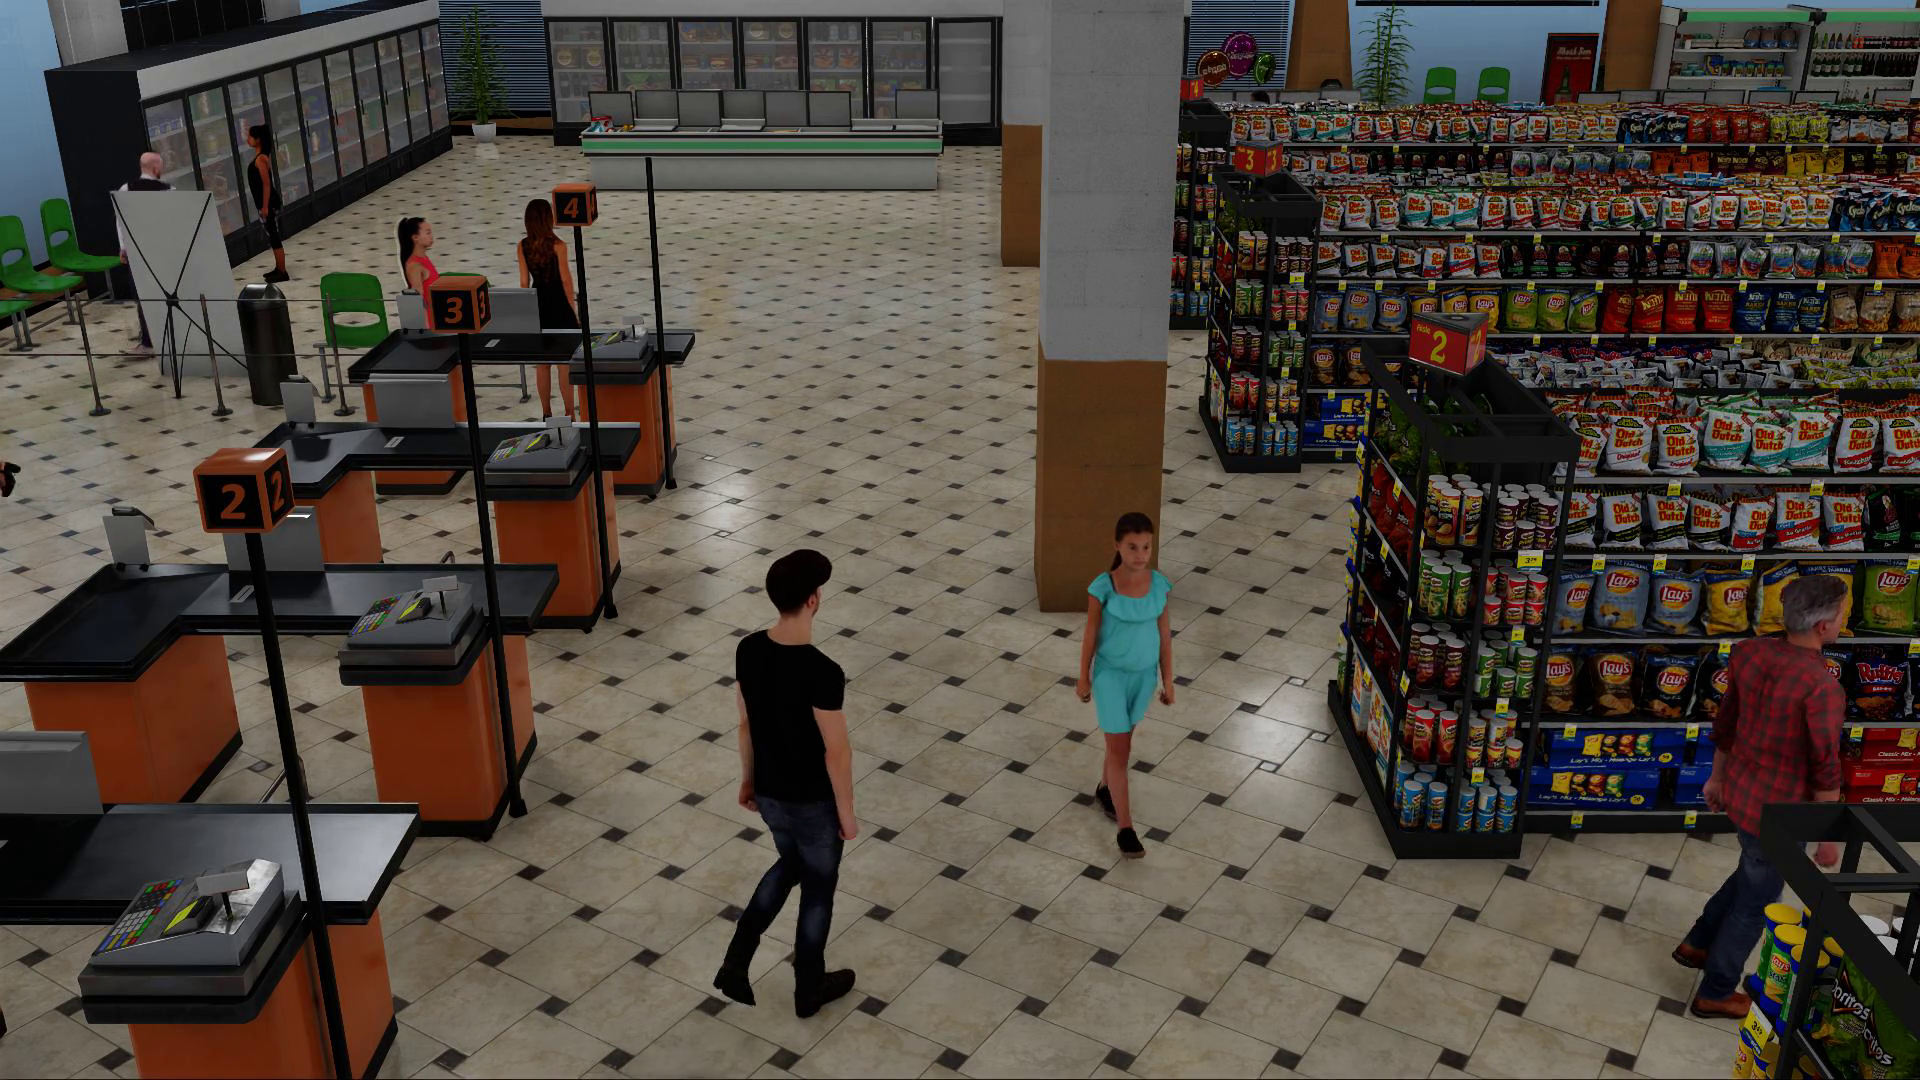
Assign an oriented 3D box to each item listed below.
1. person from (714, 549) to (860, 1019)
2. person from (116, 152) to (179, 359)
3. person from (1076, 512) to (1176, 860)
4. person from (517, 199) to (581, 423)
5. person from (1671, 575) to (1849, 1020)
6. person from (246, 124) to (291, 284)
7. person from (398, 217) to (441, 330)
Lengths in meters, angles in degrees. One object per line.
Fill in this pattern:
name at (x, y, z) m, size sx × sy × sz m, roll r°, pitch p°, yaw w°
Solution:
person at (-0.652, 0.973, 6.095) m, size 0.950 × 1.882 × 0.992 m, roll 17°, pitch 27°, yaw 36°
person at (-7.298, -2.549, 14.966) m, size 0.811 × 1.803 × 1.010 m, roll -17°, pitch 28°, yaw -37°
person at (0.719, 0.588, 7.518) m, size 0.919 × 1.535 × 0.790 m, roll -6°, pitch 23°, yaw -15°
person at (-3.168, -1.713, 12.842) m, size 0.518 × 1.834 × 0.682 m, roll 4°, pitch 22°, yaw 10°
person at (2.909, 0.986, 6.148) m, size 0.673 × 1.818 × 0.707 m, roll -2°, pitch 22°, yaw -4°
person at (-7.408, -3.607, 17.789) m, size 0.641 × 1.661 × 0.651 m, roll -10°, pitch 24°, yaw -23°
person at (-4.082, -1.616, 12.748) m, size 0.598 × 1.726 × 0.638 m, roll -3°, pitch 22°, yaw -6°
